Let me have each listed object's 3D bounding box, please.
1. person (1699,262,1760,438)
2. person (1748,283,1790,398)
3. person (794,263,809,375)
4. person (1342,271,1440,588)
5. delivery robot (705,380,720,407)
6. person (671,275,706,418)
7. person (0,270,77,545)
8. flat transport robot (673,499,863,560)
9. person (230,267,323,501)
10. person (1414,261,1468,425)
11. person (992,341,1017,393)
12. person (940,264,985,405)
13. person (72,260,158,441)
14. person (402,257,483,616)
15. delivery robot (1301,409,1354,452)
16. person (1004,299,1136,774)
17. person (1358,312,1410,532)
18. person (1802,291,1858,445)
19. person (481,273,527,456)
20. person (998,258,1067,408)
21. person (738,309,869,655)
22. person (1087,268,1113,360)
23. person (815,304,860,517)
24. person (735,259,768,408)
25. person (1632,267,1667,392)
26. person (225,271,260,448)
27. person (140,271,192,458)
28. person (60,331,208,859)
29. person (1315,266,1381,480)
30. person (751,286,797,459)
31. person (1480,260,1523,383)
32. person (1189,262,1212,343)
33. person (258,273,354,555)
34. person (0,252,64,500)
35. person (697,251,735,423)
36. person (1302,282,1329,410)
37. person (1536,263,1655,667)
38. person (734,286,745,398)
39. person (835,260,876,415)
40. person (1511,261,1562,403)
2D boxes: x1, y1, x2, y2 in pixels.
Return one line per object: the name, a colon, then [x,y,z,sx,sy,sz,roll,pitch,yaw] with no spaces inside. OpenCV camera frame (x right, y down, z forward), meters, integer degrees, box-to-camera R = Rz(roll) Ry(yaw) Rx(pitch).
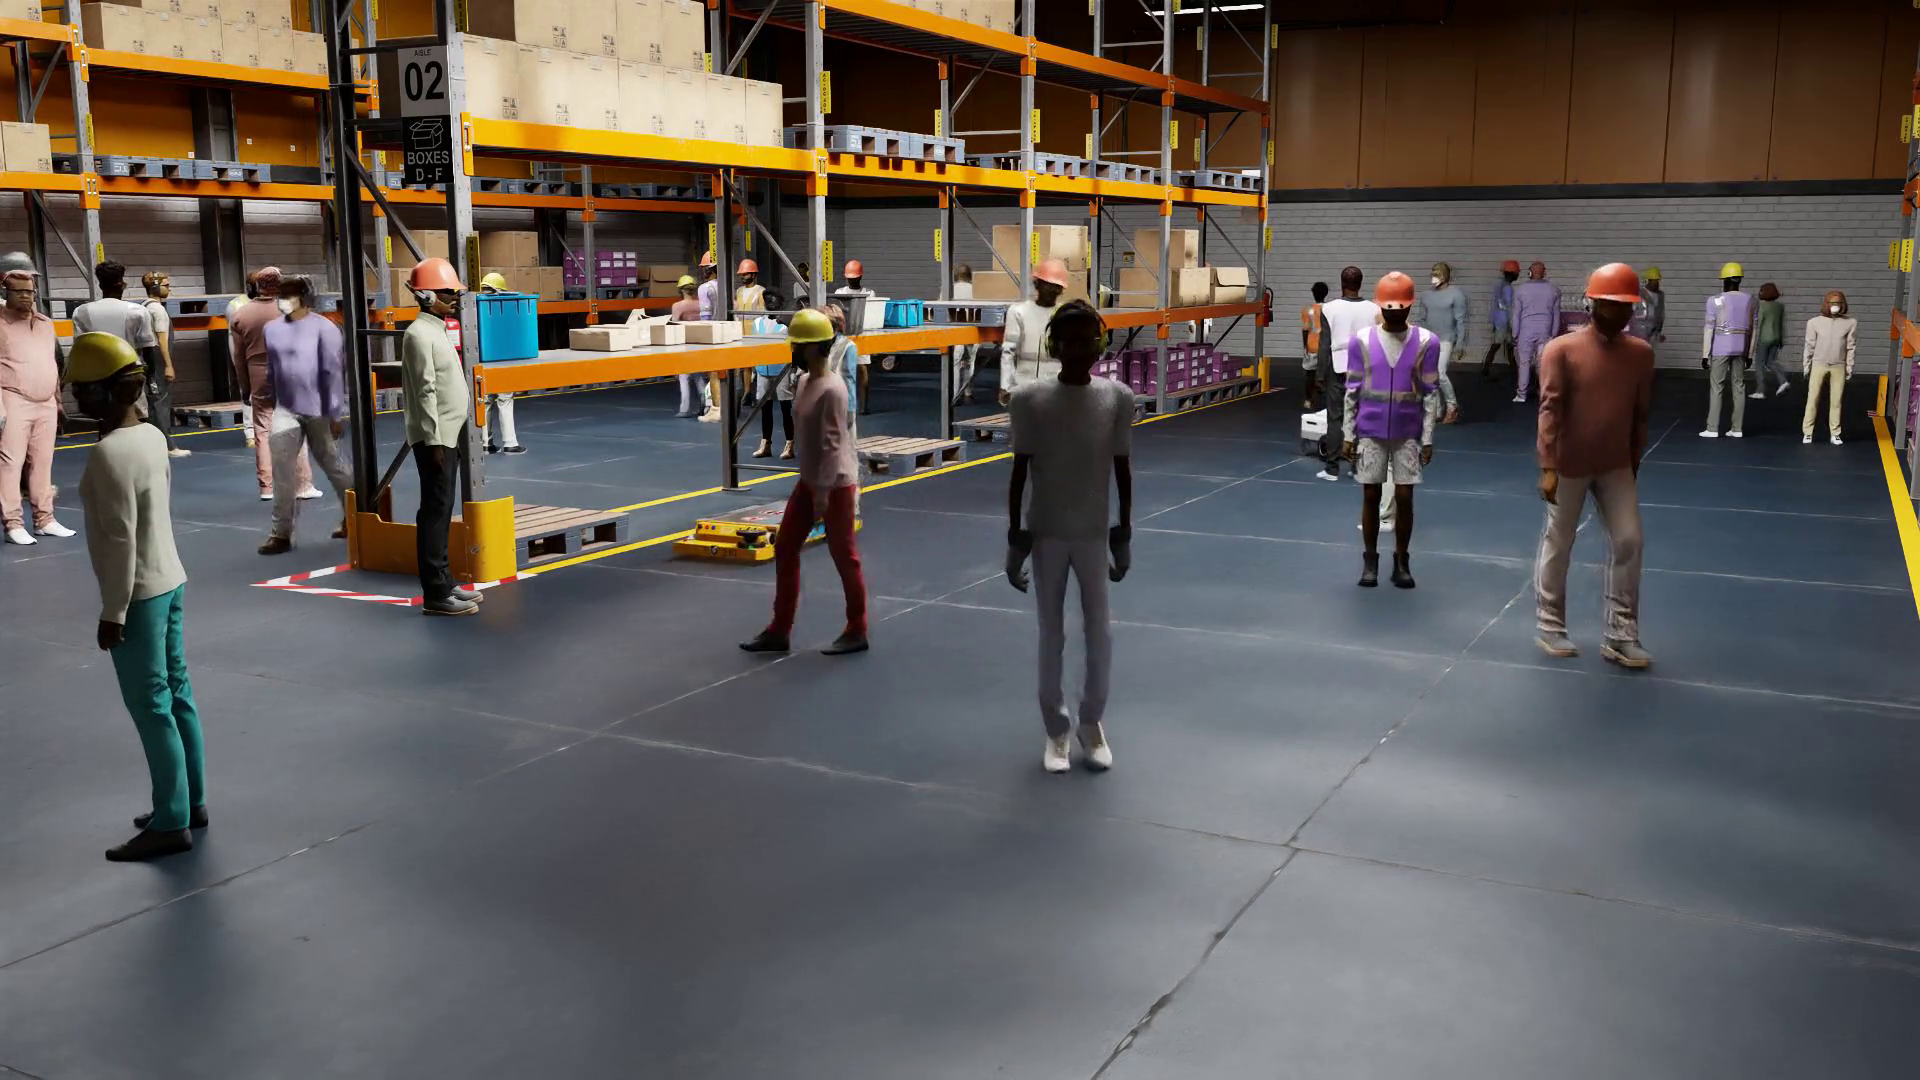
person: [8.405,-2.068,18.205,0.588,1.918,0.396,-1,10,-3]
person: [11.255,-2.755,23.048,0.539,1.612,0.461,-4,11,-23]
person: [-2.537,-3.628,27.394,0.519,1.865,0.331,4,11,23]
person: [2.587,-0.650,10.013,0.554,1.913,0.434,3,10,15]
delivery robot: [-2.942,-1.806,20.355,0.477,0.478,0.707,-1,10,-7]
person: [-3.351,-2.381,20.499,0.377,1.750,0.560,7,12,36]
person: [-6.528,-0.929,11.657,0.401,1.904,0.640,3,10,16]
flat transport robot: [-1.301,-0.087,11.494,0.652,0.197,1.431,5,11,25]
person: [-5.572,-1.269,13.608,0.636,1.911,0.404,0,10,-1]
person: [5.584,-2.282,19.430,0.428,1.920,0.632,-6,11,-30]
person: [0.713,-3.075,24.071,0.583,1.903,0.452,-6,11,-30]
person: [0.027,-2.748,22.265,0.638,1.891,1.048,1,10,6]
person: [-6.997,-1.328,13.821,0.610,1.949,0.365,-3,10,-14]
person: [-2.920,-0.576,9.343,0.382,1.995,0.612,-2,10,-9]
delivery robot: [3.667,-1.115,16.357,0.477,0.478,0.707,-4,10,-20]
person: [0.422,0.003,6.423,0.508,1.852,0.453,0,10,-1]
person: [3.132,-0.872,12.151,0.299,1.617,0.503,6,11,30]
person: [9.194,-1.815,17.605,0.493,1.622,0.285,3,10,19]
person: [-4.643,-1.754,16.658,0.589,1.824,0.403,4,11,23]
person: [0.655,-1.266,13.373,0.628,1.997,1.050,2,10,10]
person: [-0.781,-0.261,8.235,0.764,1.734,0.558,-5,11,-28]
person: [1.807,-2.834,22.887,0.629,1.837,0.429,-1,10,-3]
person: [-0.965,-0.982,12.744,0.312,1.634,0.516,-9,14,-43]
person: [-2.736,-2.692,21.754,0.545,1.939,0.374,7,12,36]
person: [9.988,-3.053,24.184,0.608,1.815,0.427,-4,11,-24]
person: [-7.283,-1.875,17.340,0.624,1.835,0.429,-9,13,-41]
person: [-7.911,-1.728,16.442,0.351,1.847,0.507,-9,13,-42]
person: [-2.791,0.187,5.596,0.328,1.765,0.532,-2,10,-9]
person: [3.467,-1.475,14.818,0.596,1.909,0.394,-2,10,-11]
person: [-1.824,-1.638,16.351,0.542,1.696,0.316,4,11,23]
person: [8.552,-3.375,25.831,0.929,1.891,0.573,1,10,8]
person: [3.795,-3.449,26.323,0.579,1.879,0.347,-9,13,-42]
person: [-4.502,-0.892,11.485,0.639,1.896,0.999,3,10,14]
person: [-7.684,-1.355,13.722,0.536,2.000,0.720,-8,12,-37]
person: [-2.945,-2.423,19.896,0.378,2.044,0.607,5,11,26]
person: [4.618,-2.441,21.254,0.531,1.613,0.869,0,10,-1]
person: [3.118,-0.350,8.124,0.642,1.966,0.794,-1,10,-6]
person: [-3.117,-2.669,22.305,0.493,1.694,0.906,1,10,6]
person: [-1.316,-2.518,20.746,0.543,1.939,0.360,1,10,7]
person: [7.750,-2.794,22.442,0.642,1.907,0.410,1,10,4]
